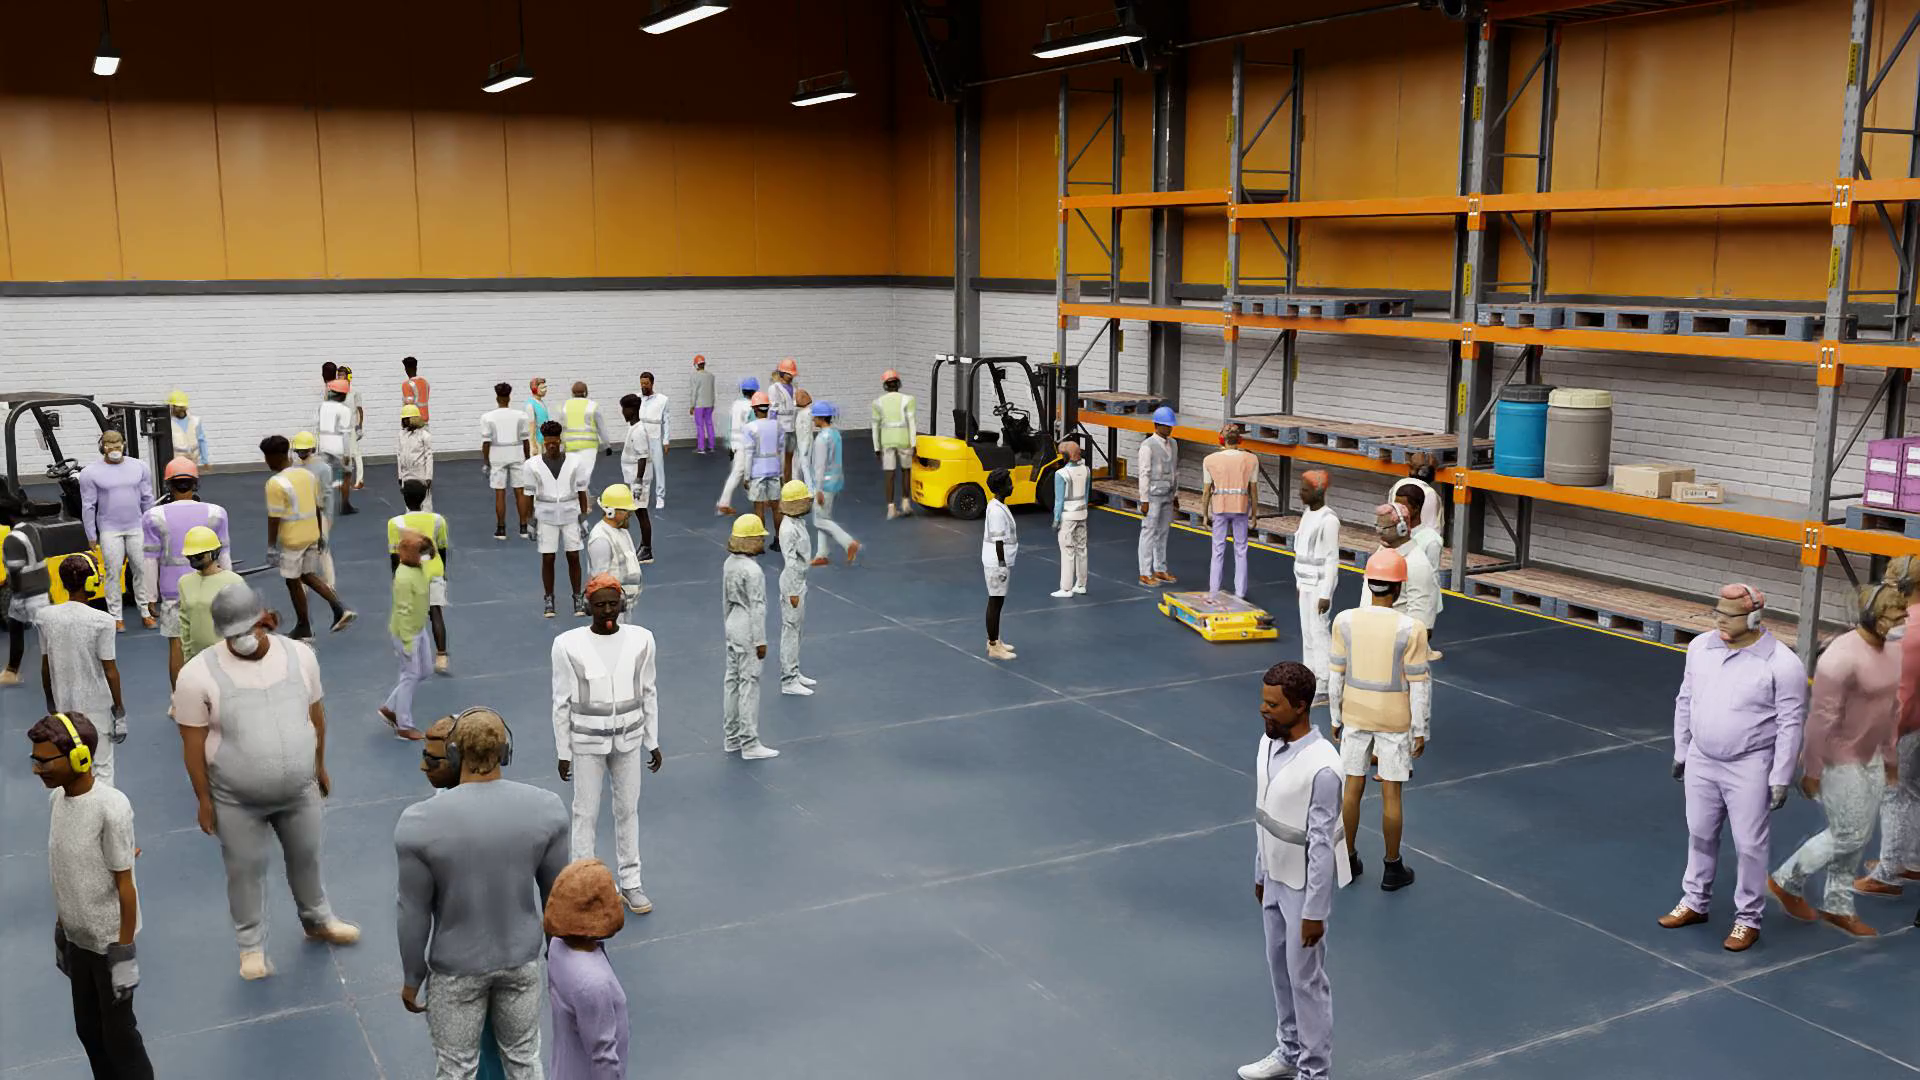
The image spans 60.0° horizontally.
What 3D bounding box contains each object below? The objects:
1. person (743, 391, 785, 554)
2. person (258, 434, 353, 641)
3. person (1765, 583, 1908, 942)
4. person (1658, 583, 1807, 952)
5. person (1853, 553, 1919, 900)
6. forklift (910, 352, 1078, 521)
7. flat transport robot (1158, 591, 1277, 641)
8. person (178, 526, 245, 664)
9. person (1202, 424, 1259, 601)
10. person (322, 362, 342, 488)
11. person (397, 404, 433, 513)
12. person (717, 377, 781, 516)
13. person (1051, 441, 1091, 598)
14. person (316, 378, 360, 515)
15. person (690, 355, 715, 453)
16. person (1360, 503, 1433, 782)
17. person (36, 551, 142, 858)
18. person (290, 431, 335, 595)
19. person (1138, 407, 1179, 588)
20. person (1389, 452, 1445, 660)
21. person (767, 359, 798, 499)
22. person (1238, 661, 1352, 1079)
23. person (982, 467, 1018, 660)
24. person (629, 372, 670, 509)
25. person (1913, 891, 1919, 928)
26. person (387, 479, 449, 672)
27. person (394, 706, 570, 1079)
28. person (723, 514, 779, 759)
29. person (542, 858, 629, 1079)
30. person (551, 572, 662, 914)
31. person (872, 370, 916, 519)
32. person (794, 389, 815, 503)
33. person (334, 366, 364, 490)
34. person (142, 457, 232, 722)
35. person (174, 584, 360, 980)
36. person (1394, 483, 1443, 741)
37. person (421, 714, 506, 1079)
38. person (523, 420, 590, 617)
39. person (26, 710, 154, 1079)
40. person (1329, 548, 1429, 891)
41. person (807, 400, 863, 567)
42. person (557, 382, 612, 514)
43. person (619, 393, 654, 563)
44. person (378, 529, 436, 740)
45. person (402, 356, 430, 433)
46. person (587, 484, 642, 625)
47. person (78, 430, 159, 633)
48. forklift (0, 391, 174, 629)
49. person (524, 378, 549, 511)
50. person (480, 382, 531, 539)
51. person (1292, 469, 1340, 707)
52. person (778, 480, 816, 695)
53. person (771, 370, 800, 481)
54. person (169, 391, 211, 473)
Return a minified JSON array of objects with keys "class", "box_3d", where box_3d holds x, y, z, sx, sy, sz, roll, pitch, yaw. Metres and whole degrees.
[{"class":"person","box_3d":[-2.330,-0.793,19.773,0.548,1.938,0.410,-7,12,-35]},{"class":"person","box_3d":[-6.024,-0.008,15.206,0.606,1.937,0.628,2,10,10]},{"class":"person","box_3d":[4.600,1.143,8.635,0.670,1.916,0.483,-7,12,-36]},{"class":"person","box_3d":[3.968,1.158,8.592,0.401,1.904,0.651,-7,12,-33]},{"class":"person","box_3d":[5.251,1.027,9.262,0.356,1.936,0.636,9,13,42]},{"class":"forklift","box_3d":[0.460,-1.461,22.833,2.313,2.155,1.214,-5,11,-28]},{"class":"flat transport robot","box_3d":[2.447,0.702,15.913,0.652,0.197,1.431,-2,10,-13]},{"class":"person","box_3d":[-5.040,0.773,11.234,0.518,1.759,0.330,2,10,13]},{"class":"person","box_3d":[2.752,-0.263,16.974,0.560,1.836,0.394,1,10,6]},{"class":"person","box_3d":[-9.479,-1.752,25.306,0.373,1.915,0.596,-2,10,-11]},{"class":"person","box_3d":[-6.619,-0.774,20.173,0.492,1.744,0.295,4,11,20]},{"class":"person","box_3d":[-2.900,-1.272,22.641,1.027,1.885,0.606,-6,12,-31]},{"class":"person","box_3d":[1.157,-0.214,17.255,0.307,1.638,0.513,9,13,42]},{"class":"person","box_3d":[-8.510,-1.222,22.371,0.577,1.890,0.838,3,10,18]},{"class":"person","box_3d":[-4.612,-2.425,29.657,0.341,1.747,0.570,8,13,38]},{"class":"person","box_3d":[2.921,0.684,11.324,0.407,1.904,0.639,-2,10,-12]},{"class":"person","box_3d":[-5.084,0.993,9.676,0.512,1.861,0.325,1,10,8]},{"class":"person","box_3d":[-6.709,-0.253,17.159,0.522,1.760,0.374,1,10,4]},{"class":"person","box_3d":[2.143,-0.464,17.833,0.412,1.942,0.609,9,13,40]},{"class":"person","box_3d":[4.037,0.136,14.673,0.429,1.838,0.621,-3,10,-18]},{"class":"person","box_3d":[-2.515,-1.616,24.182,0.383,2.036,0.605,6,12,31]},{"class":"person","box_3d":[1.414,1.438,6.980,0.392,1.911,0.583,-3,10,-15]},{"class":"person","box_3d":[0.352,0.203,14.677,0.318,1.700,0.535,0,10,-1]},{"class":"person","box_3d":[-4.340,-1.396,23.254,0.595,1.918,0.386,1,10,8]},{"class":"person","box_3d":[5.302,1.141,8.646,0.390,1.923,0.550,-8,13,-39]},{"class":"person","box_3d":[-4.635,0.299,14.268,0.545,1.646,0.891,-8,12,-37]},{"class":"person","box_3d":[-1.752,1.567,6.180,0.635,1.928,0.382,-6,11,-29]},{"class":"person","box_3d":[-1.506,0.675,11.829,0.322,1.743,0.489,-7,12,-33]},{"class":"person","box_3d":[-1.201,1.835,5.464,0.283,1.636,0.497,-5,11,-28]},{"class":"person","box_3d":[-1.894,1.106,8.950,0.573,1.883,0.355,-5,11,-27]},{"class":"person","box_3d":[-0.878,-1.286,22.454,0.645,1.976,0.721,1,10,8]},{"class":"person","box_3d":[-2.224,-1.339,23.772,0.276,1.627,0.504,-3,10,-15]},{"class":"person","box_3d":[-9.231,-1.683,25.073,0.514,1.861,0.328,3,10,17]},{"class":"person","box_3d":[-5.907,0.376,12.750,0.611,2.030,0.410,-6,12,-33]},{"class":"person","box_3d":[-3.394,1.150,8.239,0.825,2.000,0.554,-9,14,-43]},{"class":"person","box_3d":[3.316,0.530,12.189,0.384,1.913,0.599,-3,10,-15]},{"class":"person","box_3d":[-1.889,1.564,6.419,0.349,1.847,0.505,-9,13,-40]},{"class":"person","box_3d":[-3.956,-0.207,16.326,0.615,1.951,0.388,-3,10,-17]},{"class":"person","box_3d":[-3.343,1.563,6.410,0.524,1.857,0.341,7,12,33]},{"class":"person","box_3d":[2.364,1.004,9.385,0.552,1.933,0.374,6,11,30]},{"class":"person","box_3d":[-1.441,-0.615,18.739,0.655,1.932,0.616,2,10,13]},{"class":"person","box_3d":[-5.156,-1.279,22.936,0.650,1.789,0.963,2,10,11]},{"class":"person","box_3d":[-3.722,-0.710,19.173,0.365,1.959,0.612,-2,10,-12]},{"class":"person","box_3d":[-4.037,0.692,12.142,0.528,1.595,0.544,0,10,2]},{"class":"person","box_3d":[-8.468,-1.877,25.888,0.373,1.963,0.607,3,10,14]},{"class":"person","box_3d":[-2.648,0.468,12.810,0.403,1.821,0.602,1,10,4]},{"class":"person","box_3d":[-7.914,-0.083,15.683,0.635,1.929,0.381,-9,13,-41]},{"class":"forklift","box_3d":[-9.026,-0.363,16.508,1.214,2.155,2.313,6,11,29]},{"class":"person","box_3d":[-5.859,-1.322,23.031,0.390,1.848,0.563,0,10,0]},{"class":"person","box_3d":[-5.665,-0.973,20.753,0.636,1.967,0.490,-4,11,-24]},{"class":"person","box_3d":[2.807,0.374,13.160,0.337,1.883,0.584,-1,10,-8]},{"class":"person","box_3d":[-1.327,0.377,13.539,0.284,1.746,0.492,0,10,1]},{"class":"person","box_3d":[-2.734,-1.642,24.964,0.857,1.807,0.536,-10,14,-44]},{"class":"person","box_3d":[-9.928,-1.002,21.338,0.729,1.801,0.593,8,13,38]}]
